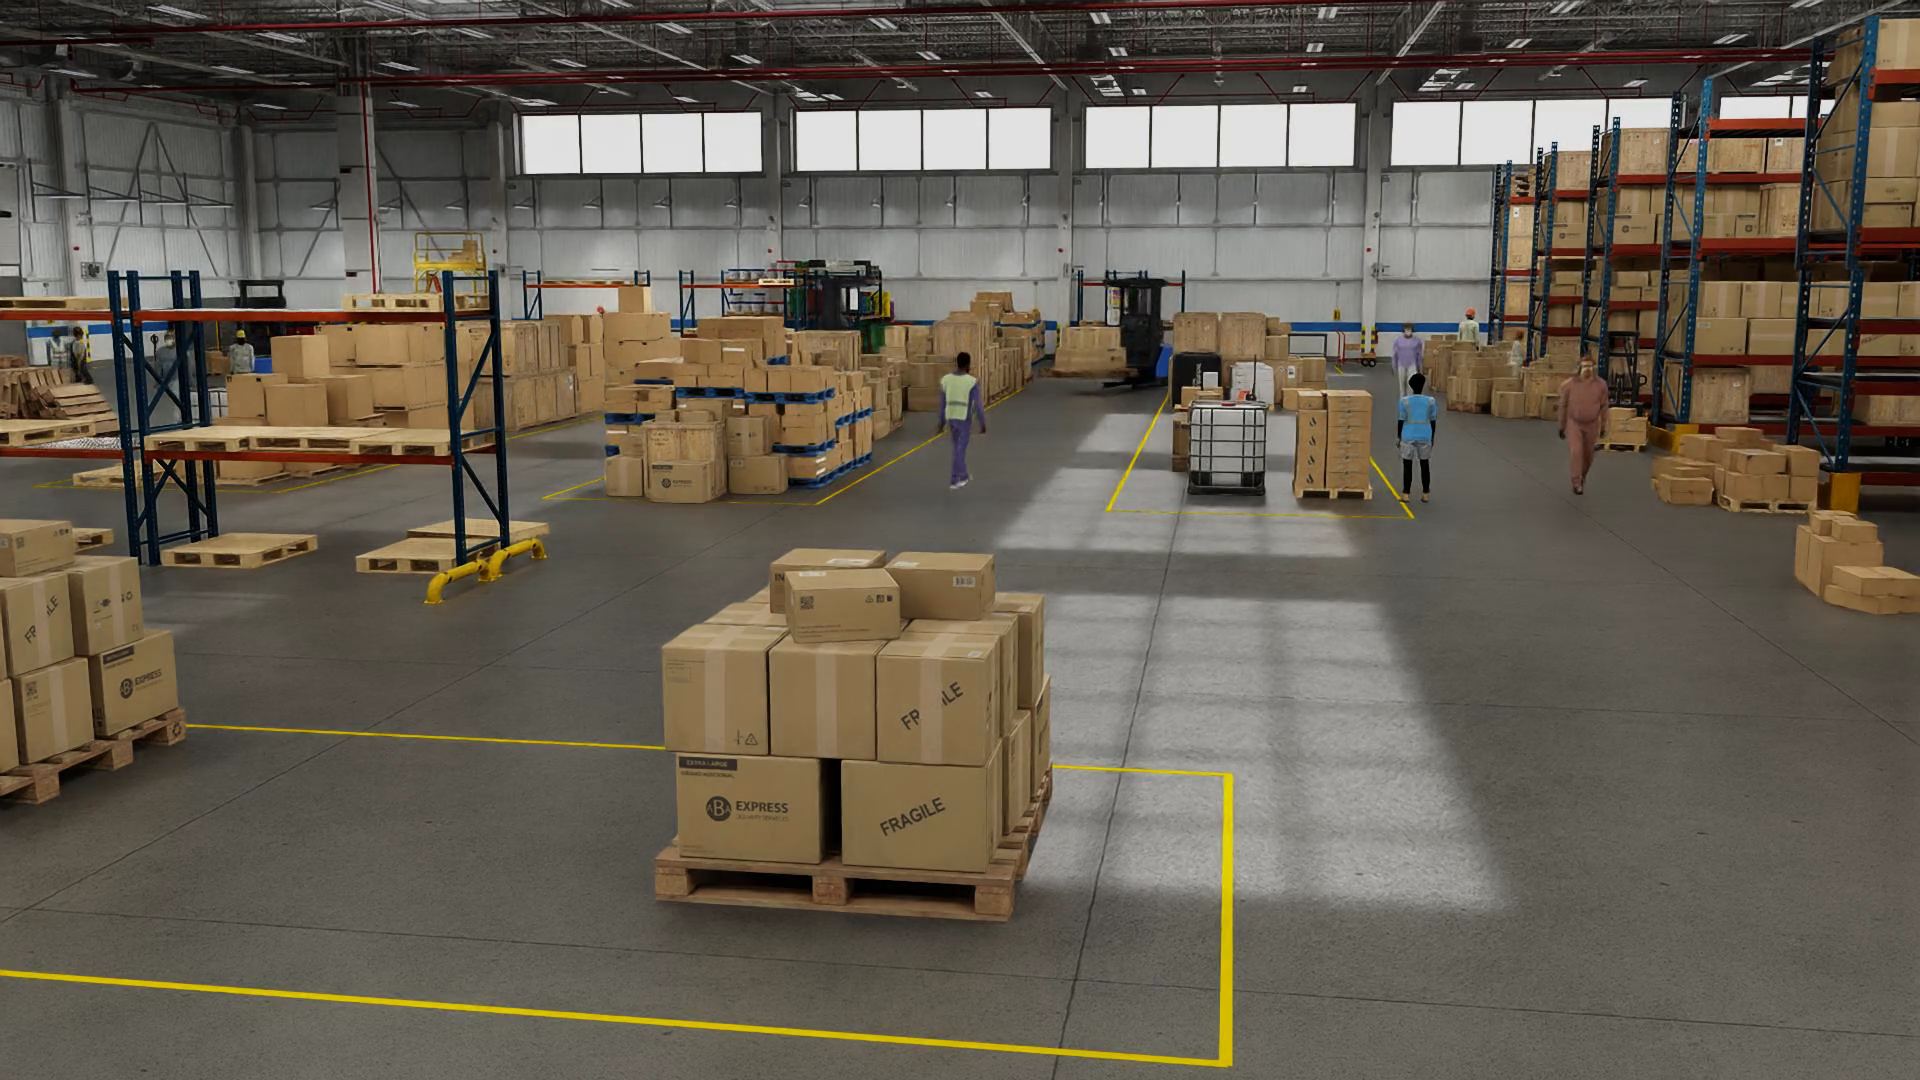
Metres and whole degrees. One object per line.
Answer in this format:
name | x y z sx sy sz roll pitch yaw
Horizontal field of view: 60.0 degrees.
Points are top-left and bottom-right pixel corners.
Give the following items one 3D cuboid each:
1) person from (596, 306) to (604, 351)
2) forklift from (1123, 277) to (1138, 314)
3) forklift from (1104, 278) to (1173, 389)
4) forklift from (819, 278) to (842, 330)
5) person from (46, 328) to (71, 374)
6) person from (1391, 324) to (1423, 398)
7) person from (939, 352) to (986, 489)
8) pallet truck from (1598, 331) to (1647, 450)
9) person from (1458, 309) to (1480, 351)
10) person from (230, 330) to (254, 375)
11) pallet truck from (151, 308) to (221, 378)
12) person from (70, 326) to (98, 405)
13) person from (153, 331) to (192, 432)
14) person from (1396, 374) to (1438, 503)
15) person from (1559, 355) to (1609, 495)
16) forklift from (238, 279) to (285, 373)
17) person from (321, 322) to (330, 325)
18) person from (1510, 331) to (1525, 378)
person | -11.284 -6.407 52.383 0.553 1.922 0.422 1 9 5
forklift | 5.019 -6.307 48.812 1.873 2.768 1.129 1 9 9
forklift | 4.757 -5.316 42.702 1.873 2.768 1.129 -8 12 -41
forklift | -3.270 -5.243 42.251 1.873 2.768 1.129 1 9 9
person | -22.363 -4.445 41.239 0.540 1.619 0.617 -8 12 -42
person | 9.630 -3.716 35.895 0.649 1.877 1.039 3 10 15
person | 0.091 -1.679 23.319 0.631 1.883 0.880 6 11 32
pallet truck | 11.253 -2.573 28.499 0.823 1.965 1.885 5 10 27
person | 13.884 -5.305 45.357 0.609 1.995 0.376 8 12 42
person | -15.752 -3.741 36.523 0.489 1.739 0.356 -2 9 -14
pallet truck | -21.869 -5.598 47.154 0.823 1.965 1.885 4 10 26
person | -19.470 -3.818 36.809 0.520 1.800 0.787 8 12 42
person | -14.918 -3.022 31.618 0.637 1.900 0.998 1 9 5
person | 5.956 -1.327 21.728 0.537 1.697 0.320 0 9 0
person | 8.505 -1.581 22.725 0.650 1.888 0.664 1 9 8
forklift | -15.763 -4.510 37.729 1.129 2.768 1.873 -5 11 -29
person | -16.063 -4.761 42.175 0.632 1.940 0.372 1 9 3
person | 13.171 -4.168 39.540 0.792 1.601 0.503 3 10 18
